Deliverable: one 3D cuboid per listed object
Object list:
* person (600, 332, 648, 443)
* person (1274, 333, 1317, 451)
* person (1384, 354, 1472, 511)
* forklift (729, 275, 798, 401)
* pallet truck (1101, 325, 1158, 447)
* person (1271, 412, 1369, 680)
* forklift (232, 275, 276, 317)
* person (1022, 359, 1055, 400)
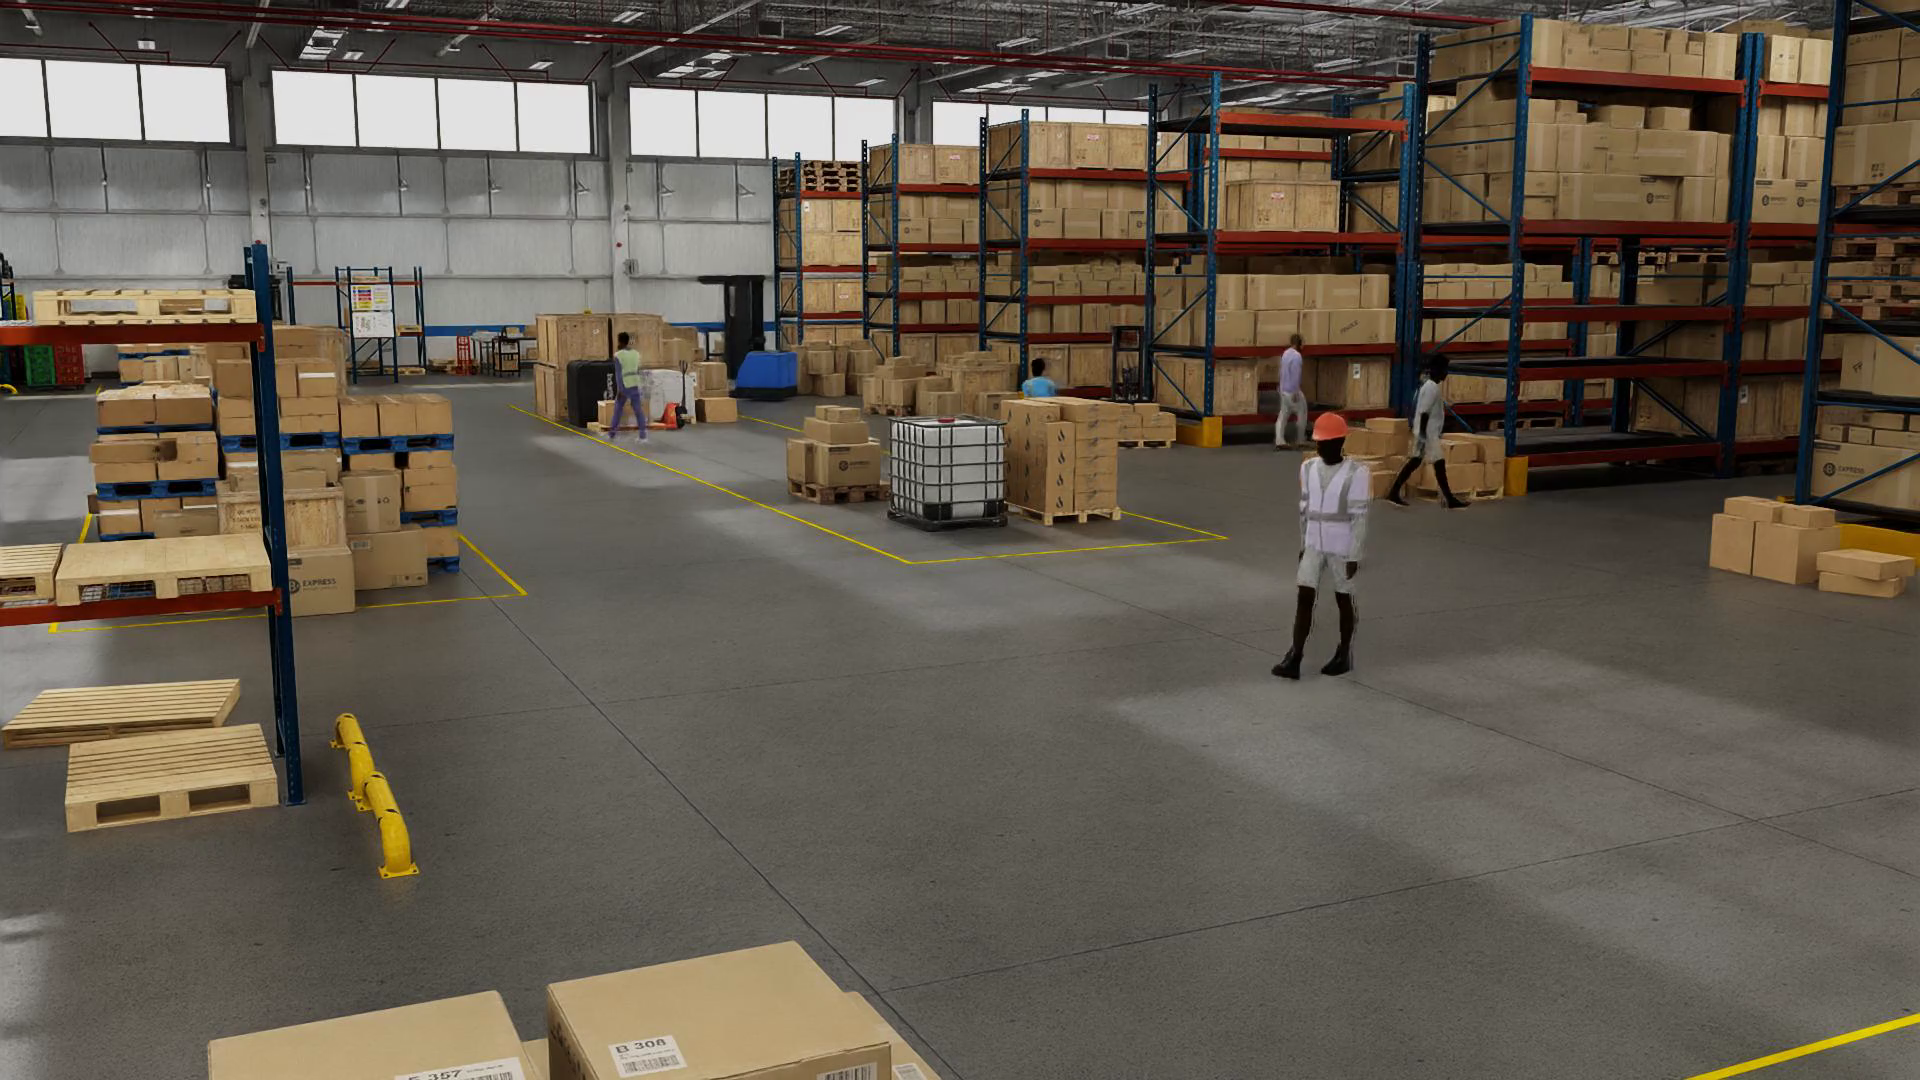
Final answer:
[{"bbox_3d":[-5.704,-2.588,28.277,1.023,1.862,0.603,6,11,35],"label":"person"},{"bbox_3d":[5.452,-2.380,26.843,0.808,1.909,0.653,-1,9,-8],"label":"person"},{"bbox_3d":[5.685,-1.307,20.227,1.034,1.909,0.619,2,9,14],"label":"person"},{"bbox_3d":[-4.713,-4.585,37.534,1.873,2.768,1.129,3,10,20],"label":"forklift"},{"bbox_3d":[2.881,-2.596,27.923,0.823,1.965,1.885,-1,9,-7],"label":"pallet truck"},{"bbox_3d":[2.539,0.065,11.702,0.575,1.900,0.902,8,12,42],"label":"person"},{"bbox_3d":[-16.359,-4.777,38.723,1.129,2.768,1.873,-4,10,-23],"label":"forklift"},{"bbox_3d":[1.141,-1.784,23.953,0.537,1.656,0.888,-3,10,-16],"label":"person"}]
